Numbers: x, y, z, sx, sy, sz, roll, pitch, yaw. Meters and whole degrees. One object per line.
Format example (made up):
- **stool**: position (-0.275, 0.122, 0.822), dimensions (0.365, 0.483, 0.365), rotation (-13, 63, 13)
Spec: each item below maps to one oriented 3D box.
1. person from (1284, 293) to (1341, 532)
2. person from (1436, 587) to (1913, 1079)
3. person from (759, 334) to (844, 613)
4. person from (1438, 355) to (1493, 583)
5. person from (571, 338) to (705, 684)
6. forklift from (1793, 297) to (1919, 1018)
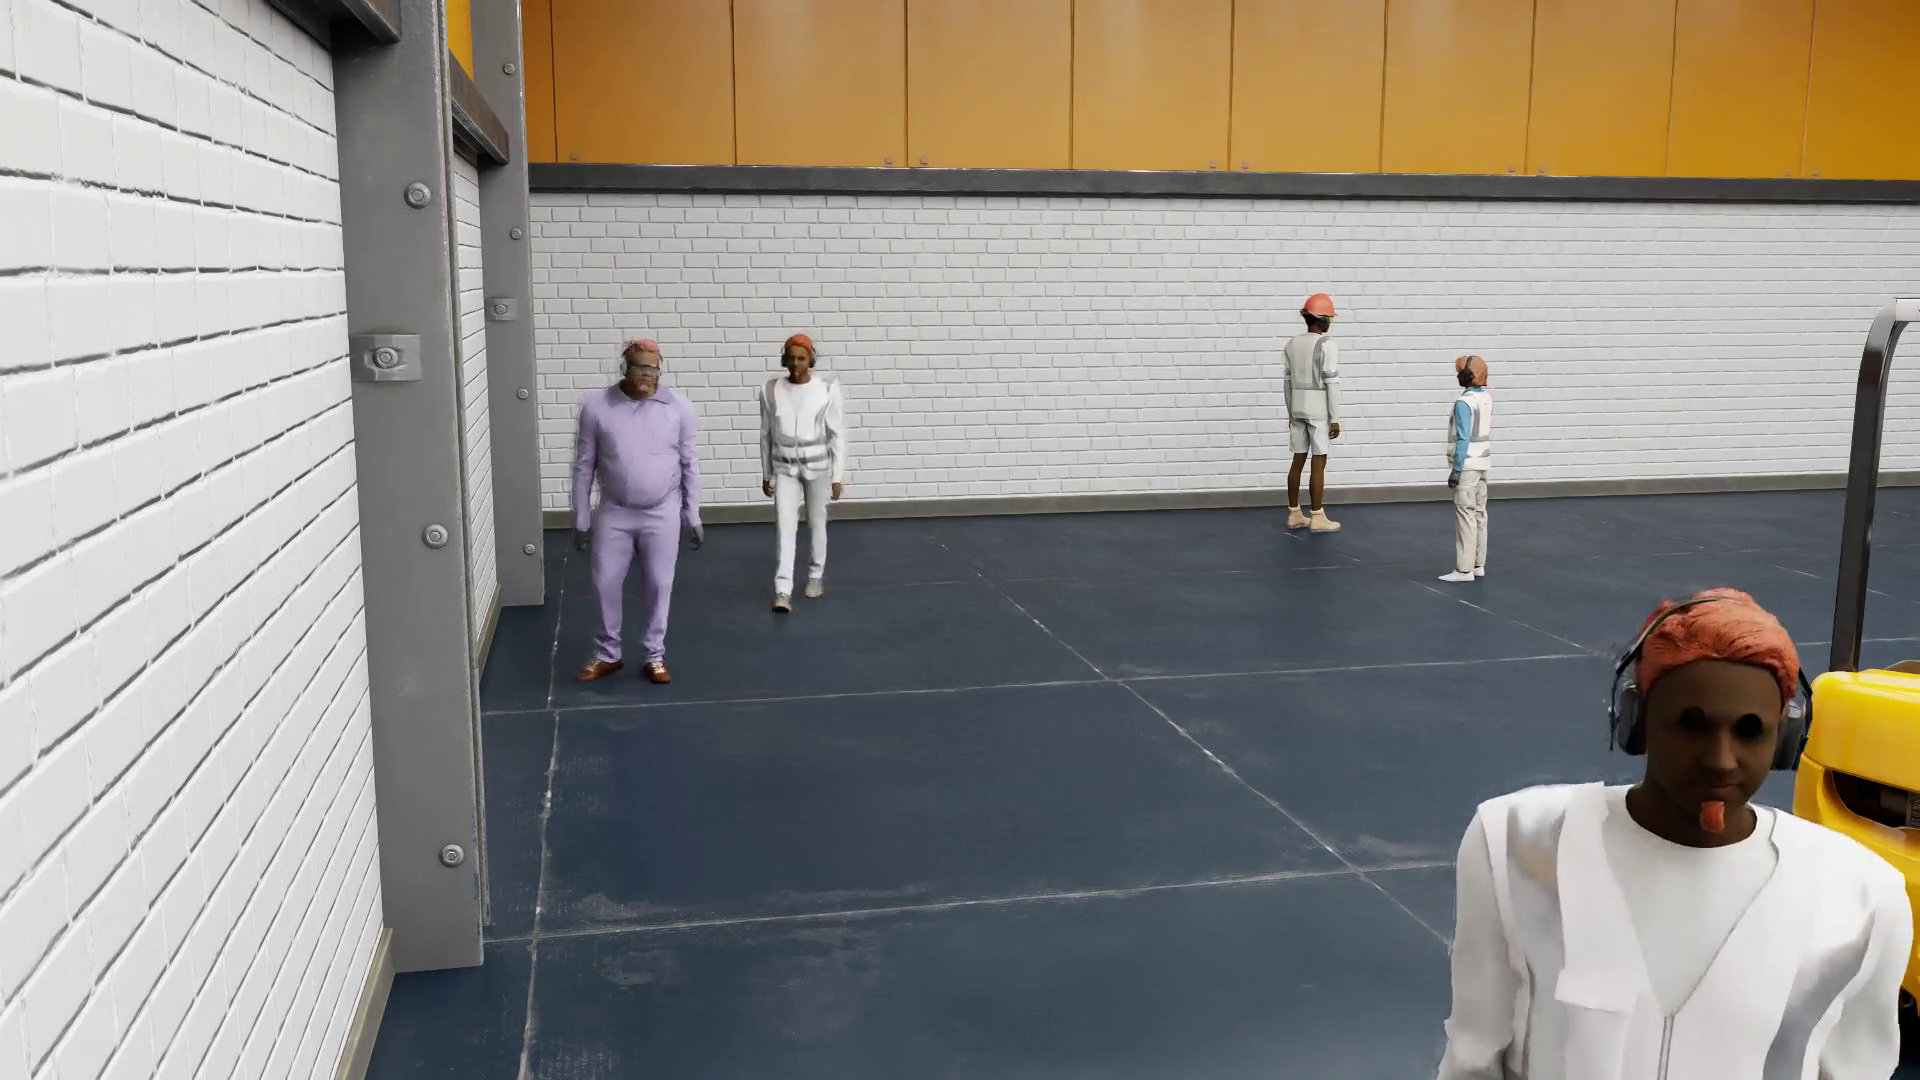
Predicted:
- **person**: position (3.046, -1.088, 14.305), dimensions (0.378, 2.044, 0.607), rotation (-6, 11, -32)
- **person**: position (0.964, 0.963, 2.341), dimensions (0.577, 1.861, 0.731), rotation (3, 10, 20)
- **person**: position (-1.059, -0.455, 11.119), dimensions (0.587, 1.827, 1.014), rotation (1, 9, 4)
- **person**: position (3.669, -0.509, 11.997), dimensions (0.307, 1.639, 0.525), rotation (7, 12, 37)
- **person**: position (-1.774, -0.145, 9.052), dimensions (0.725, 1.884, 0.480), rotation (-2, 9, -11)
- **forklift**: position (3.542, 0.334, 5.177), dimensions (2.313, 2.155, 1.214), rotation (-9, 13, -43)
